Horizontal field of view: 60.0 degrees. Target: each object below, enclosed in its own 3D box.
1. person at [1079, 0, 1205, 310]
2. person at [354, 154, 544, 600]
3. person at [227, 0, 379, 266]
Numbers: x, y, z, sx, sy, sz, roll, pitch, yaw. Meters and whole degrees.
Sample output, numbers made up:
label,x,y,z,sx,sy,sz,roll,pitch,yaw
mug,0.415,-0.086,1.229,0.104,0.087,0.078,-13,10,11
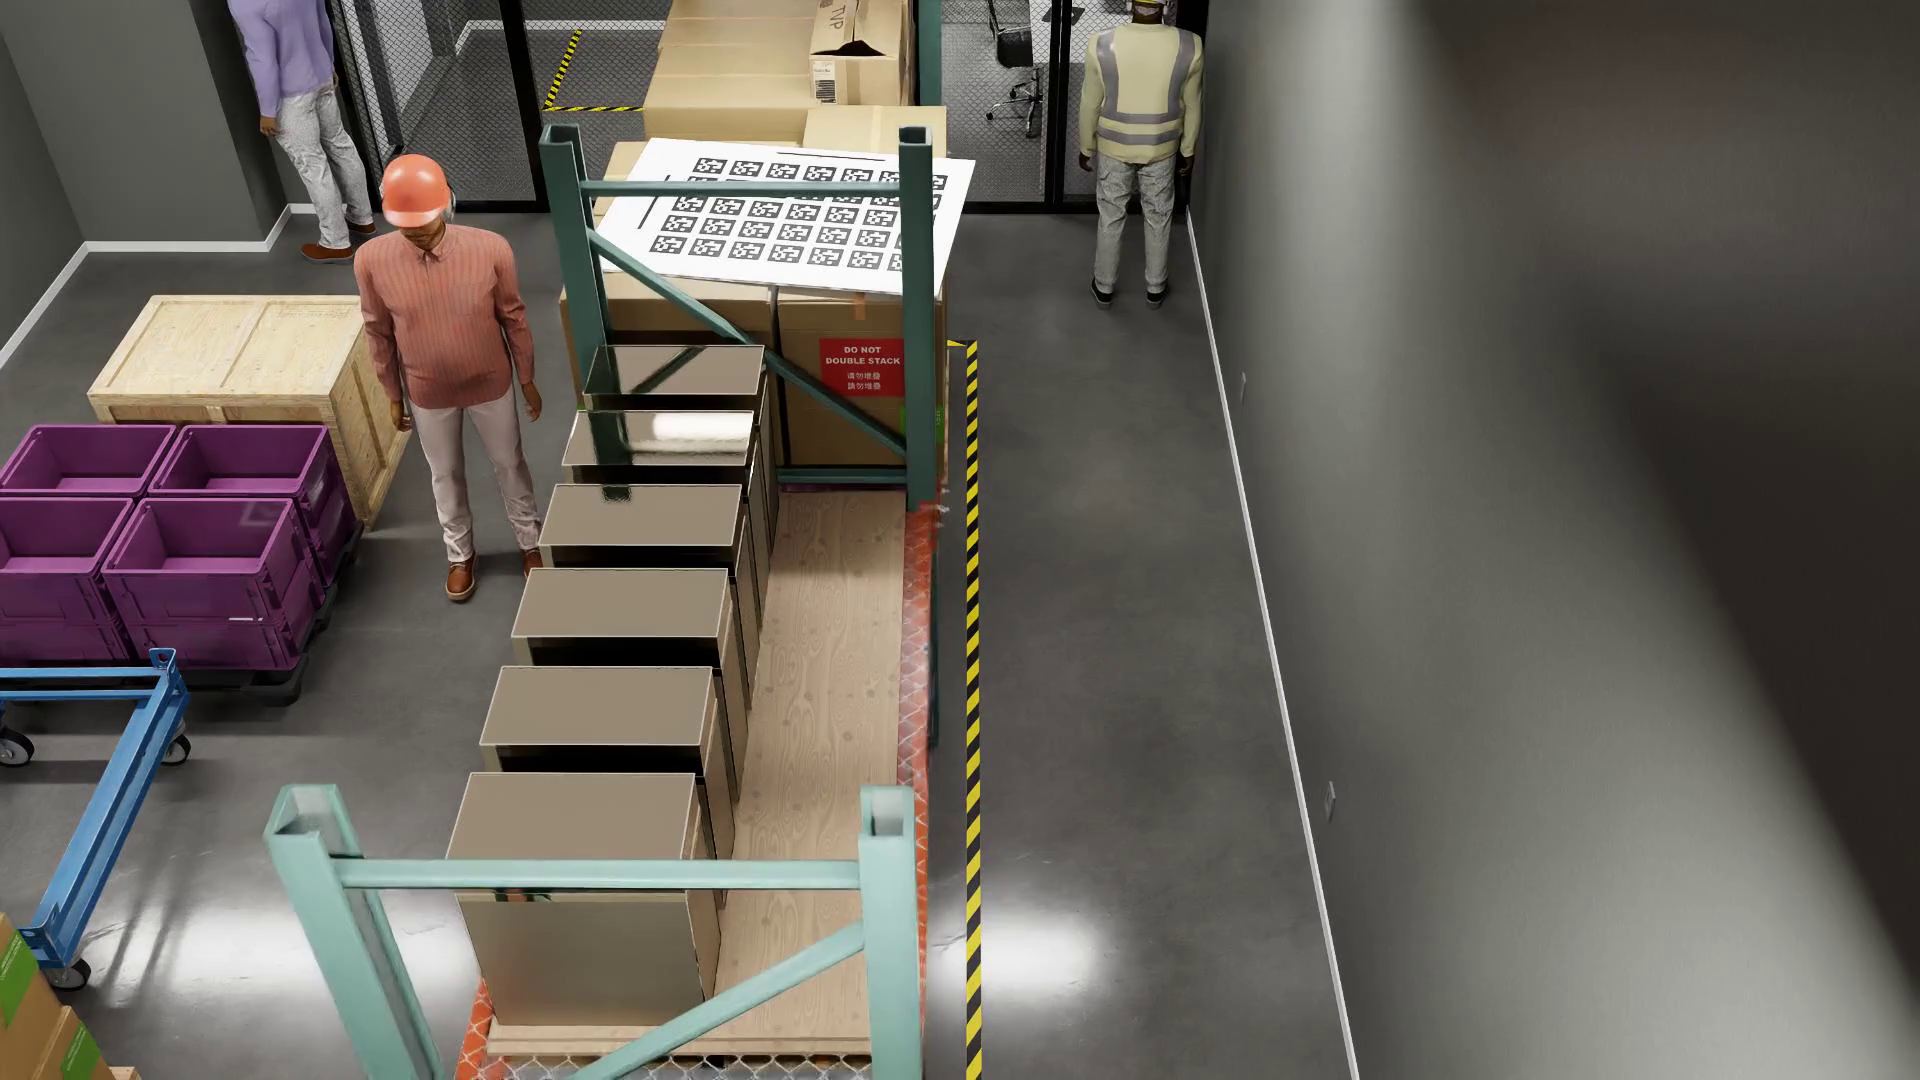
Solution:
label,x,y,z,sx,sy,sz,roll,pitch,yaw
person,0.883,-1.981,8.229,0.601,1.830,0.404,1,41,2
person,-1.968,-0.615,6.549,0.611,1.993,0.384,-9,42,-10
person,-3.410,-2.339,8.561,0.355,1.936,0.637,11,42,12
